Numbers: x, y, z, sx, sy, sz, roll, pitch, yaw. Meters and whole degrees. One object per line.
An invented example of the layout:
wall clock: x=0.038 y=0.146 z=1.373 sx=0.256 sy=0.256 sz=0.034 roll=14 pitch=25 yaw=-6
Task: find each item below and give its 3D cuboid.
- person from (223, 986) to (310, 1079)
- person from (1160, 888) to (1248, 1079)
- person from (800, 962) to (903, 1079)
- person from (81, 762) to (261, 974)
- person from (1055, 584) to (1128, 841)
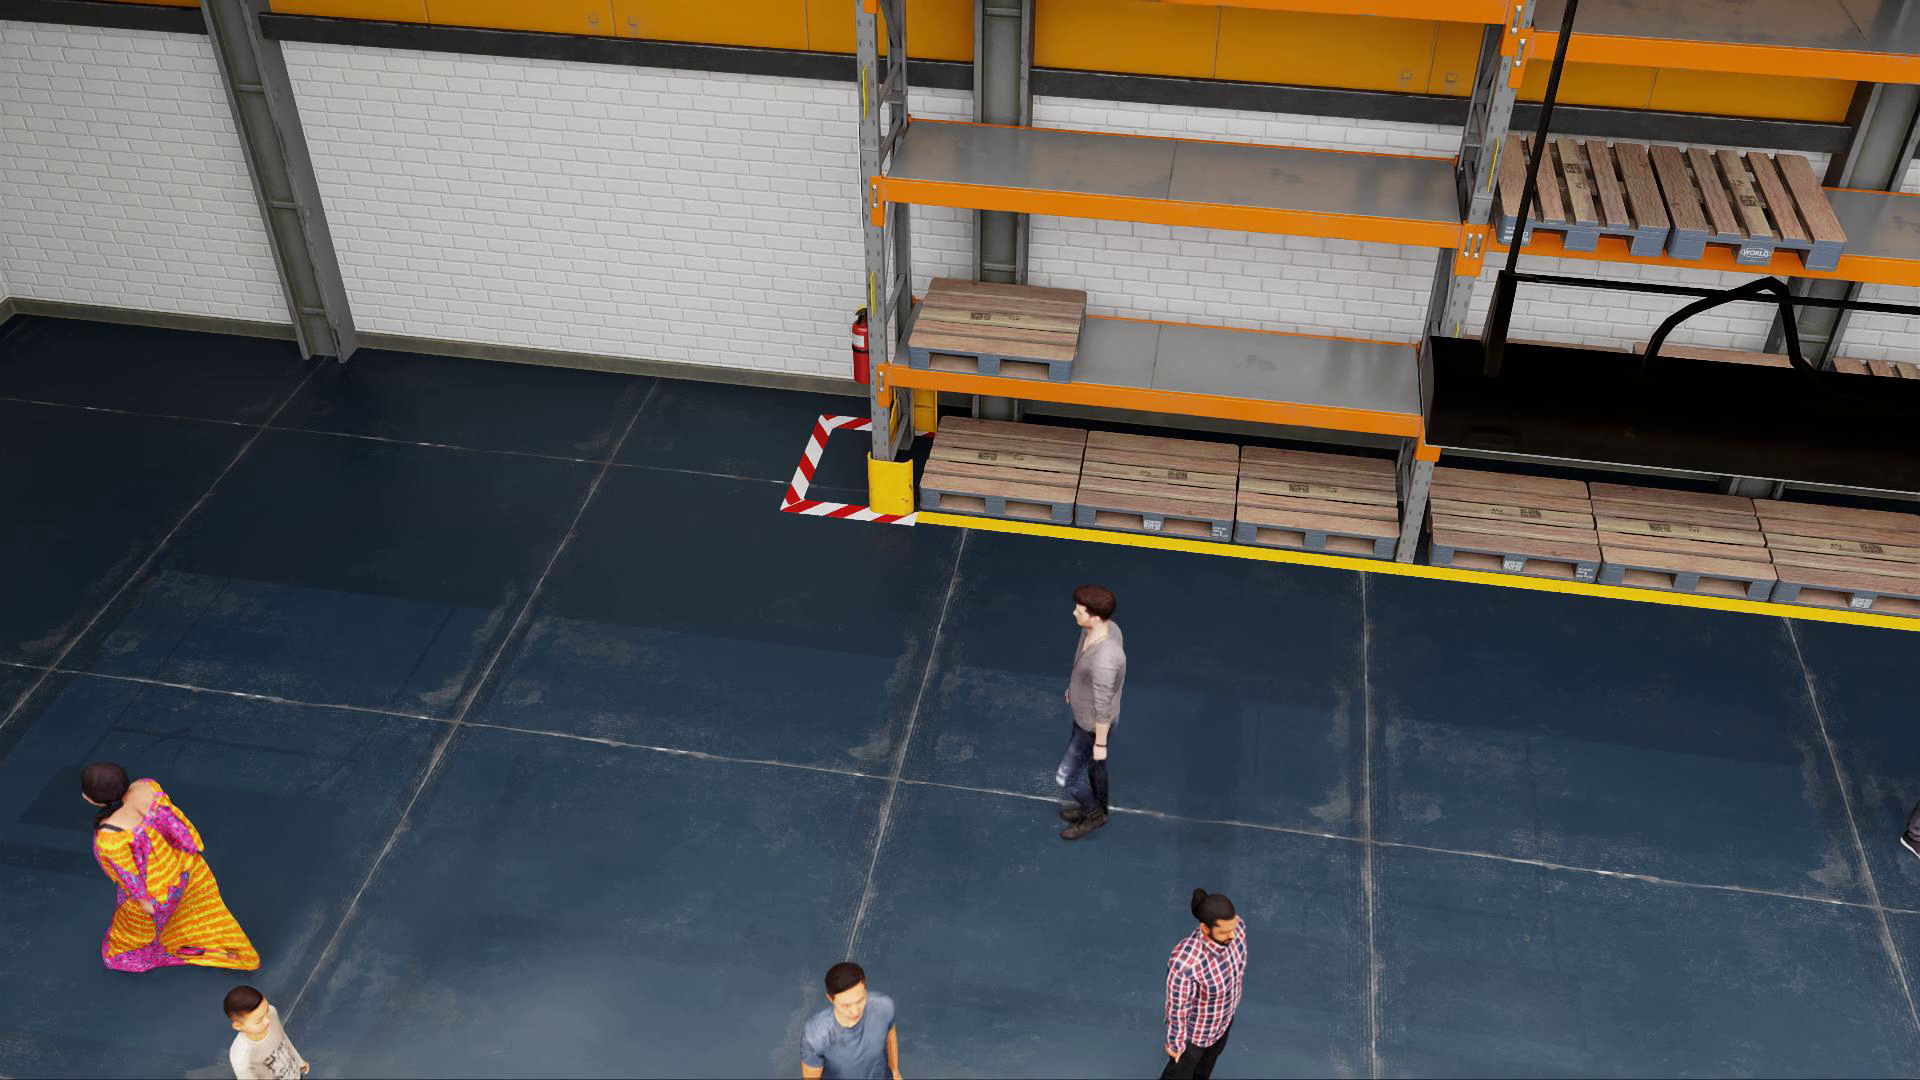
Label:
person: x=-3.352 y=2.686 z=8.142 sx=0.546 sy=1.465 sz=0.582 roll=1 pitch=39 yaw=1
person: x=1.210 y=2.357 z=8.319 sx=0.790 sy=1.759 sz=0.777 roll=30 pitch=47 yaw=32
person: x=-0.516 y=2.611 z=7.960 sx=0.702 sy=1.809 sz=0.783 roll=-21 pitch=43 yaw=-24
person: x=-4.356 y=1.807 z=9.095 sx=1.162 sy=1.649 sz=0.688 roll=9 pitch=39 yaw=11
person: x=0.879 y=1.045 z=9.854 sx=0.673 sy=1.894 sz=0.773 roll=0 pitch=39 yaw=0
